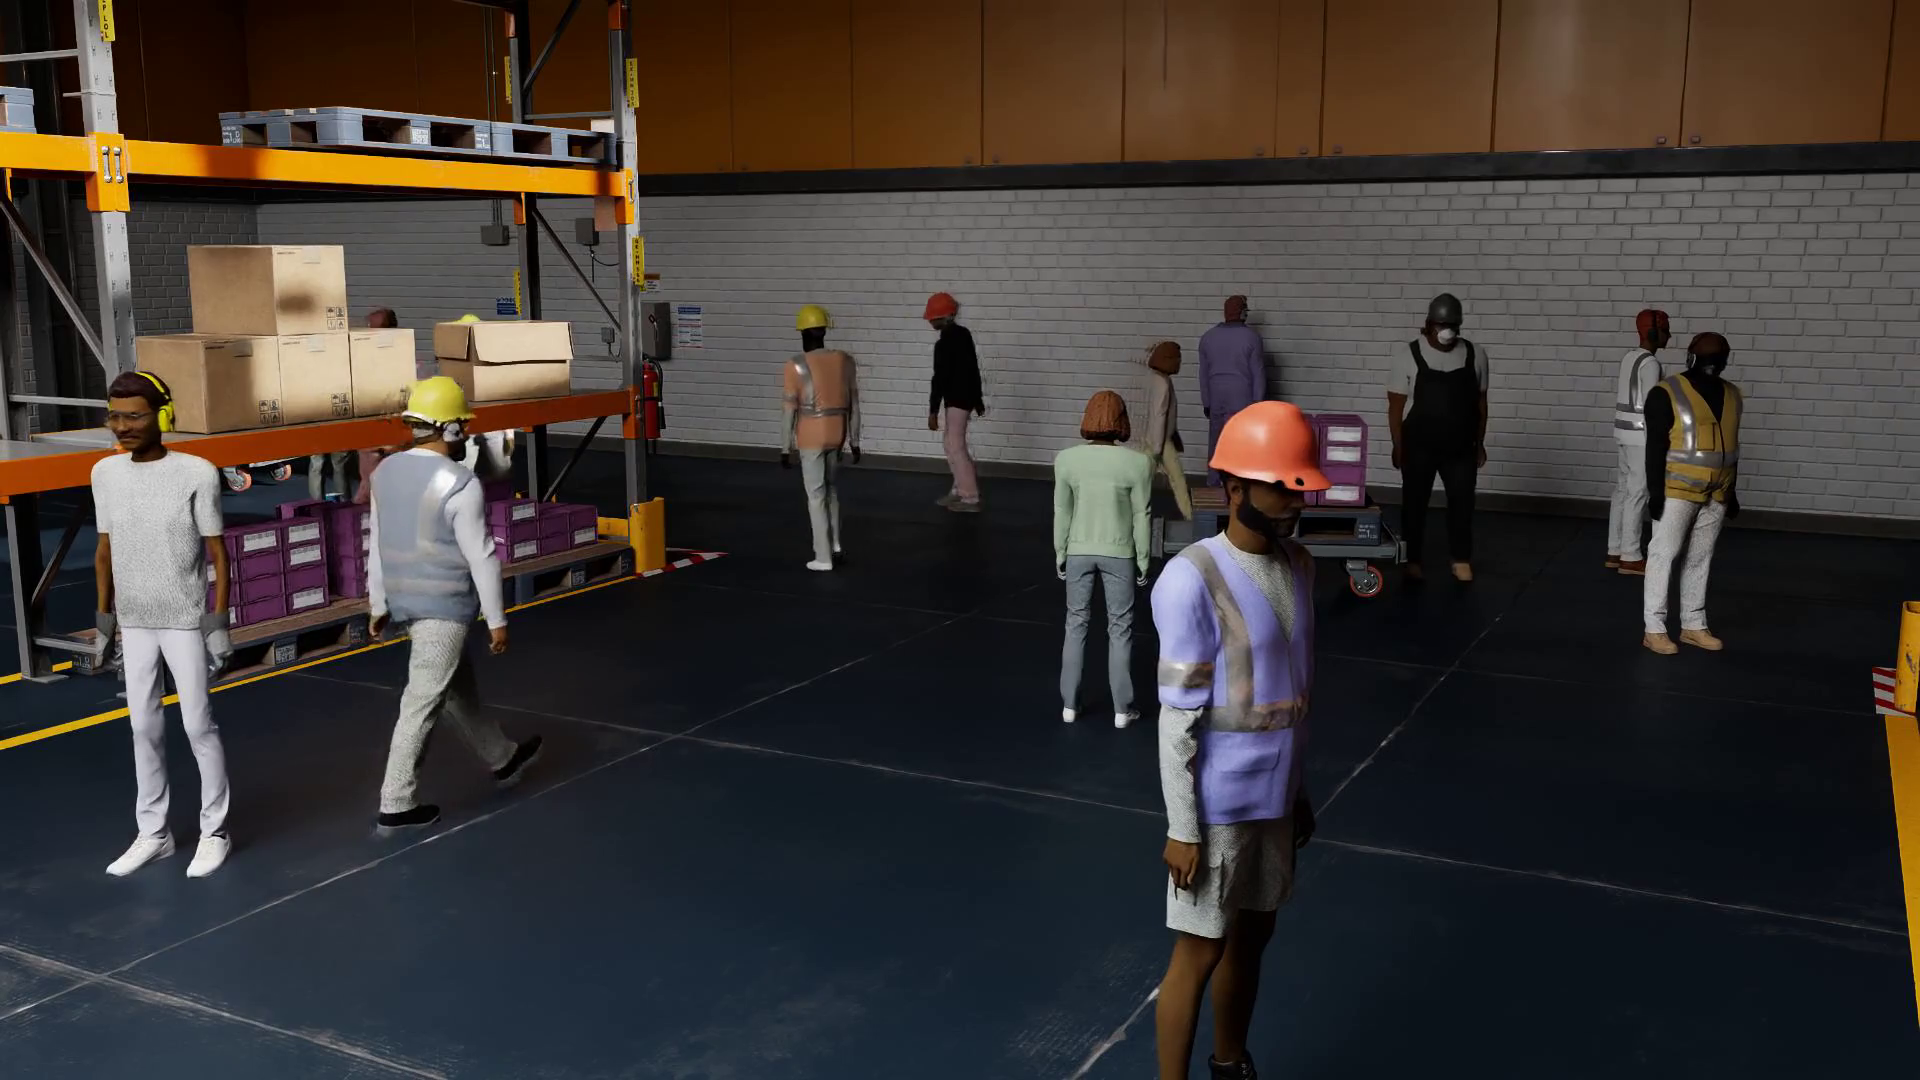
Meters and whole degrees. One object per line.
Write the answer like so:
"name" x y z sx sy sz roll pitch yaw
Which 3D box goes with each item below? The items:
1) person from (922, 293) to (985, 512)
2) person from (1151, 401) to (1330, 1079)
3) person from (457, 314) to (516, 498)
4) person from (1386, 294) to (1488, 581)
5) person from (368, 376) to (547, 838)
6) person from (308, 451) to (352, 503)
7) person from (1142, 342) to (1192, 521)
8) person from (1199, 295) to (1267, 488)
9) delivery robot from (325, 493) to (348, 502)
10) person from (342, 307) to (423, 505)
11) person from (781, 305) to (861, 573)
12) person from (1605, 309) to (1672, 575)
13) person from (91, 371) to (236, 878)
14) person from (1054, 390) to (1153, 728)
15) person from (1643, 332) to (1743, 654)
"person" -0.062 -1.195 14.615 0.567 1.938 0.686 3 10 17
"person" 0.710 0.623 4.077 0.552 1.932 0.377 -10 14 -44
"person" -3.779 -0.861 13.037 0.607 1.823 0.403 -1 10 -6
"person" 3.305 -0.713 11.503 0.703 2.000 0.544 0 10 0
"person" -2.027 0.240 6.705 0.620 1.784 0.932 8 12 37
"person" -5.168 -1.020 13.641 0.584 1.917 0.385 3 10 16
"person" 1.640 -0.759 13.082 0.855 1.587 0.502 0 10 -2
"person" 2.467 -1.243 14.963 0.641 1.908 0.407 7 12 36
"delivery robot" -4.486 -0.092 11.934 0.477 0.478 0.707 8 12 39
"person" -4.360 -0.800 12.499 0.666 1.885 0.694 0 10 2
"person" -1.019 -0.722 11.930 0.625 1.909 0.500 -7 12 -36
"person" 4.850 -0.698 11.868 0.338 1.882 0.582 1 10 4
"person" -2.914 0.313 6.071 0.533 1.864 0.310 1 10 5
"person" 0.688 0.092 8.055 0.497 1.626 0.287 4 11 21
"person" 4.200 -0.267 9.515 0.619 1.839 0.430 -3 10 -17
